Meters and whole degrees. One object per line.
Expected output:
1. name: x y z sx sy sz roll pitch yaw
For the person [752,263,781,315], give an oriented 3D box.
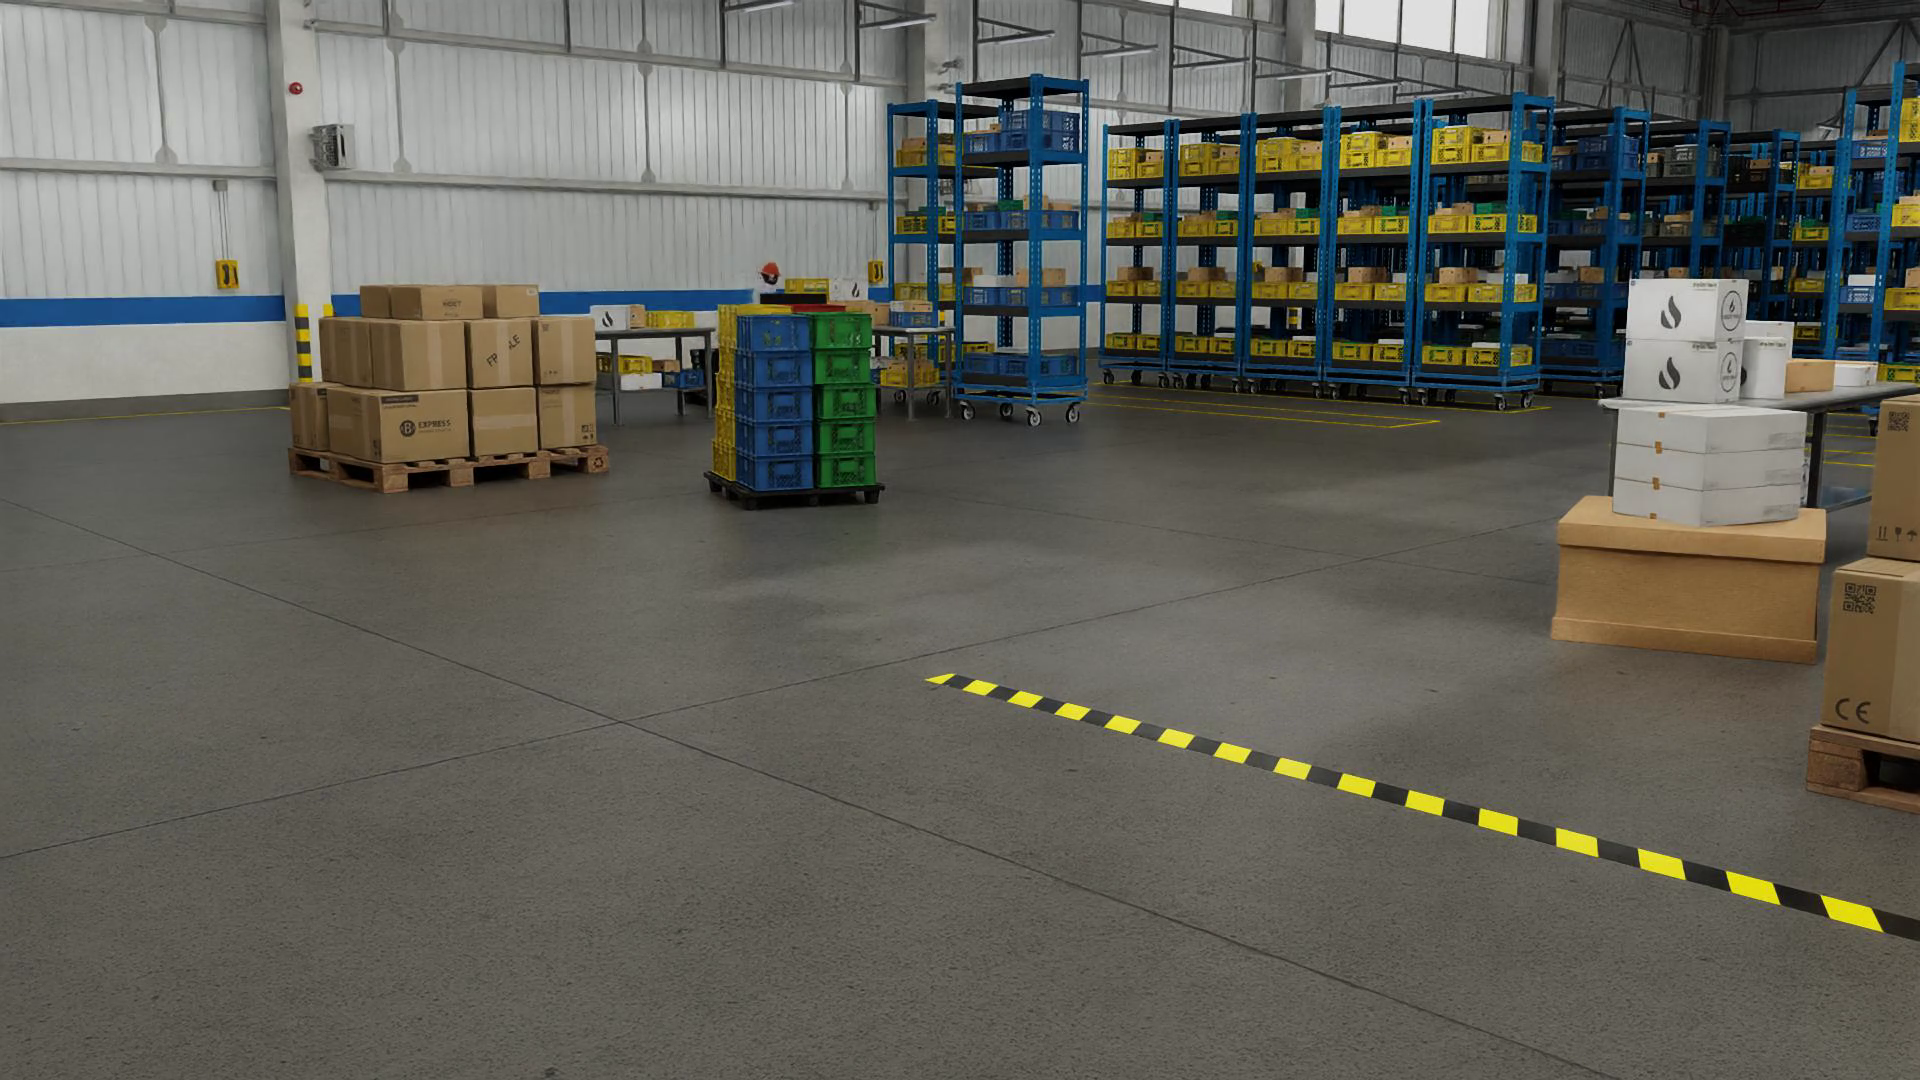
1. person: -2.551 -2.832 22.166 0.899 1.701 0.574 -9 13 -43
